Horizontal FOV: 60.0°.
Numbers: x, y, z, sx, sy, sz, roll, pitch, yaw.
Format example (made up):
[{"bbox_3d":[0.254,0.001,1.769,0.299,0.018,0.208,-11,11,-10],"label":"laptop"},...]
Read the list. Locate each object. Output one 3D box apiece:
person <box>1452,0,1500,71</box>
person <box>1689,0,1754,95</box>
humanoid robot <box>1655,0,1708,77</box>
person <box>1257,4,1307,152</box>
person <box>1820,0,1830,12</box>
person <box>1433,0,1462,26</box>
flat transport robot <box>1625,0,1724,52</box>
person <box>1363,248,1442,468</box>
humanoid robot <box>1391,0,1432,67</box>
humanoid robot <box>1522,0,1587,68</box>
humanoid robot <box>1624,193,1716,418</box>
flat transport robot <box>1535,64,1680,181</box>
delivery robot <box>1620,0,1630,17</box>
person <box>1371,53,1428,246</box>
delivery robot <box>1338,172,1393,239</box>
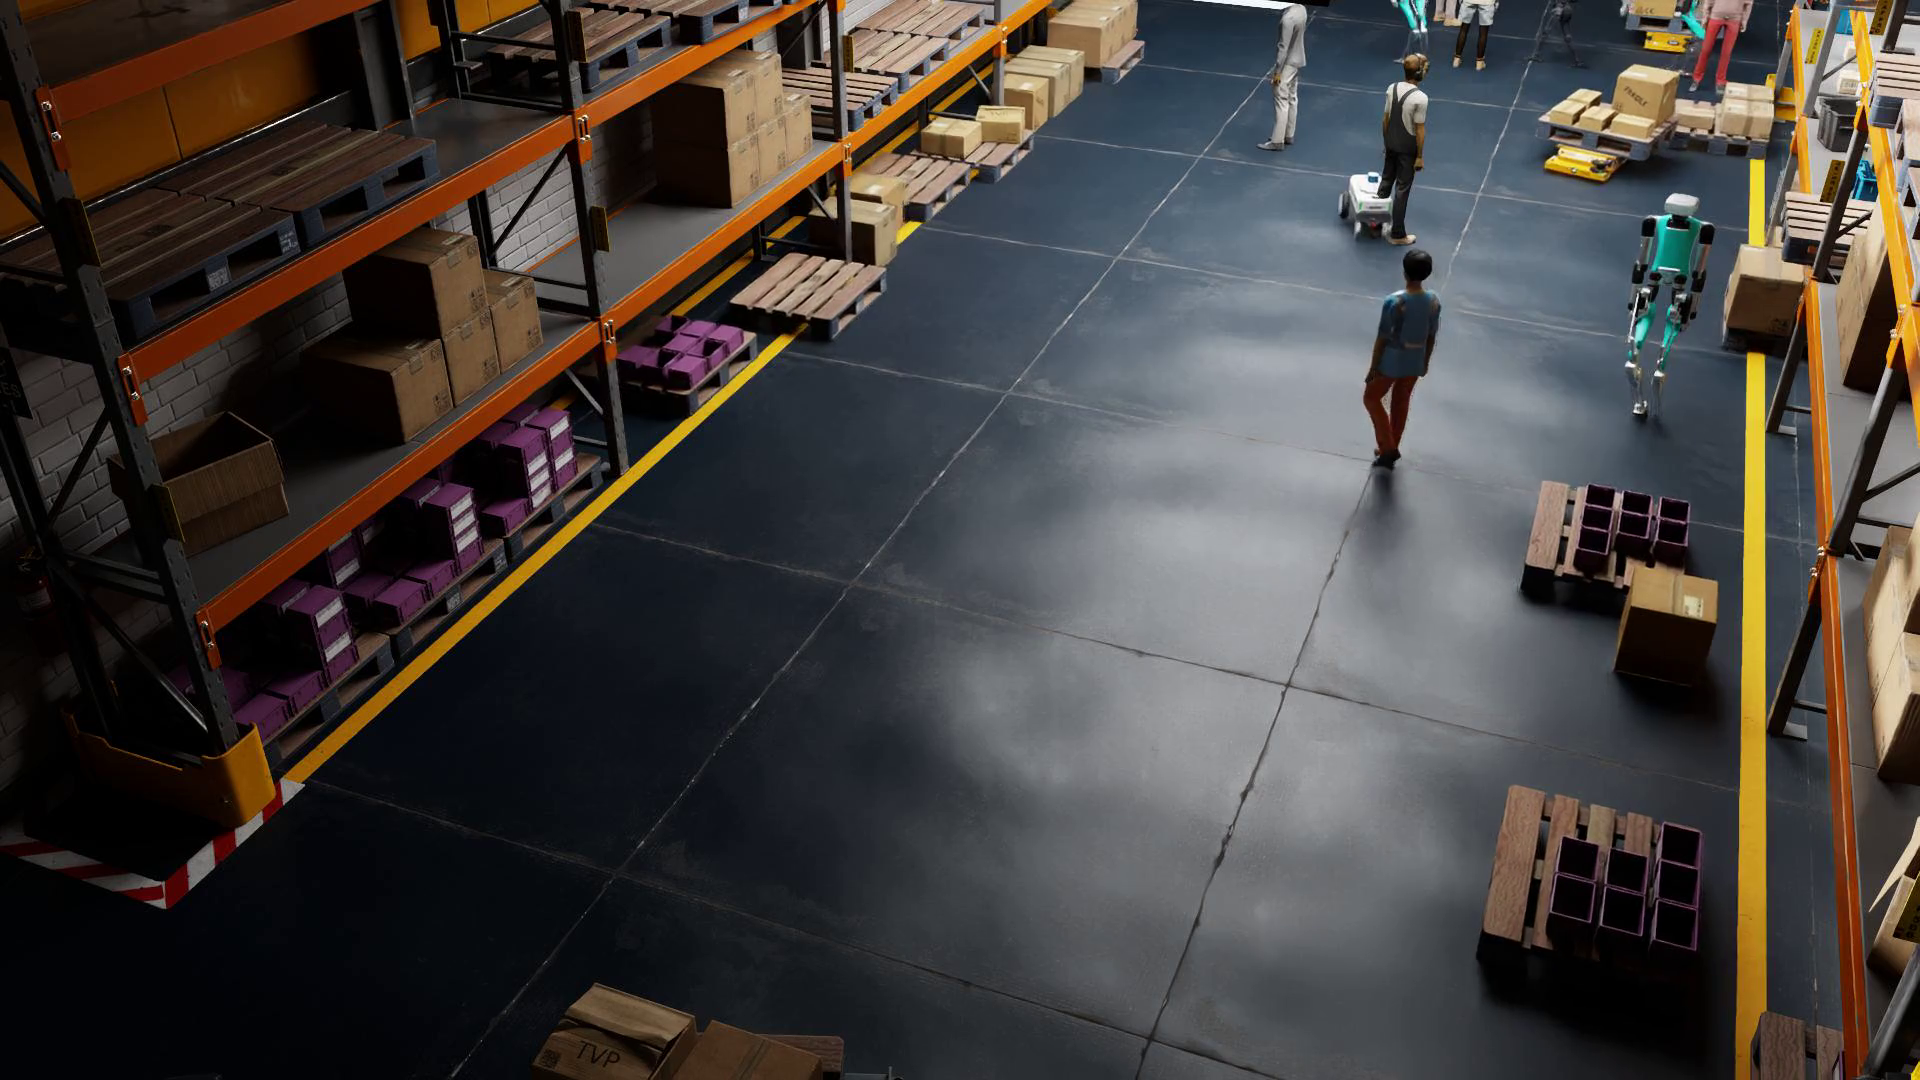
[{"bbox_3d":[6.455,-6.706,20.661,0.531,1.690,0.321,17,37,24],"label":"person"},{"bbox_3d":[9.115,-6.201,19.810,0.531,1.766,0.317,11,34,16],"label":"person"},{"bbox_3d":[9.036,-6.510,20.334,0.747,1.805,0.552,24,40,33],"label":"humanoid robot"},{"bbox_3d":[3.576,-5.183,18.120,0.405,1.892,0.537,18,37,25],"label":"person"},{"bbox_3d":[10.975,-6.778,20.610,0.520,1.866,0.392,-5,33,-8],"label":"person"},{"bbox_3d":[6.682,-7.839,22.333,0.322,1.776,0.471,-10,34,-15],"label":"person"},{"bbox_3d":[9.440,-6.738,22.020,0.659,0.231,1.431,11,35,17],"label":"flat transport robot"},{"bbox_3d":[3.235,-1.308,12.246,0.524,1.750,0.429,-8,34,-12],"label":"person"},{"bbox_3d":[5.688,-6.747,20.675,0.606,1.767,0.863,-4,33,-7],"label":"humanoid robot"},{"bbox_3d":[7.565,-6.720,20.749,0.766,1.645,0.584,6,33,9],"label":"humanoid robot"},{"bbox_3d":[5.414,-1.707,12.948,0.561,1.853,0.765,17,36,24],"label":"humanoid robot"},{"bbox_3d":[6.995,-4.272,18.203,0.659,0.231,1.431,23,39,31],"label":"flat transport robot"},{"bbox_3d":[9.496,-7.495,22.920,0.765,0.585,0.499,-20,38,-28],"label":"delivery robot"},{"bbox_3d":[4.239,-3.732,15.916,0.346,1.846,0.503,-19,37,-26],"label":"person"},{"bbox_3d":[4.067,-3.352,16.524,0.499,0.602,0.805,2,33,3],"label":"delivery robot"}]
